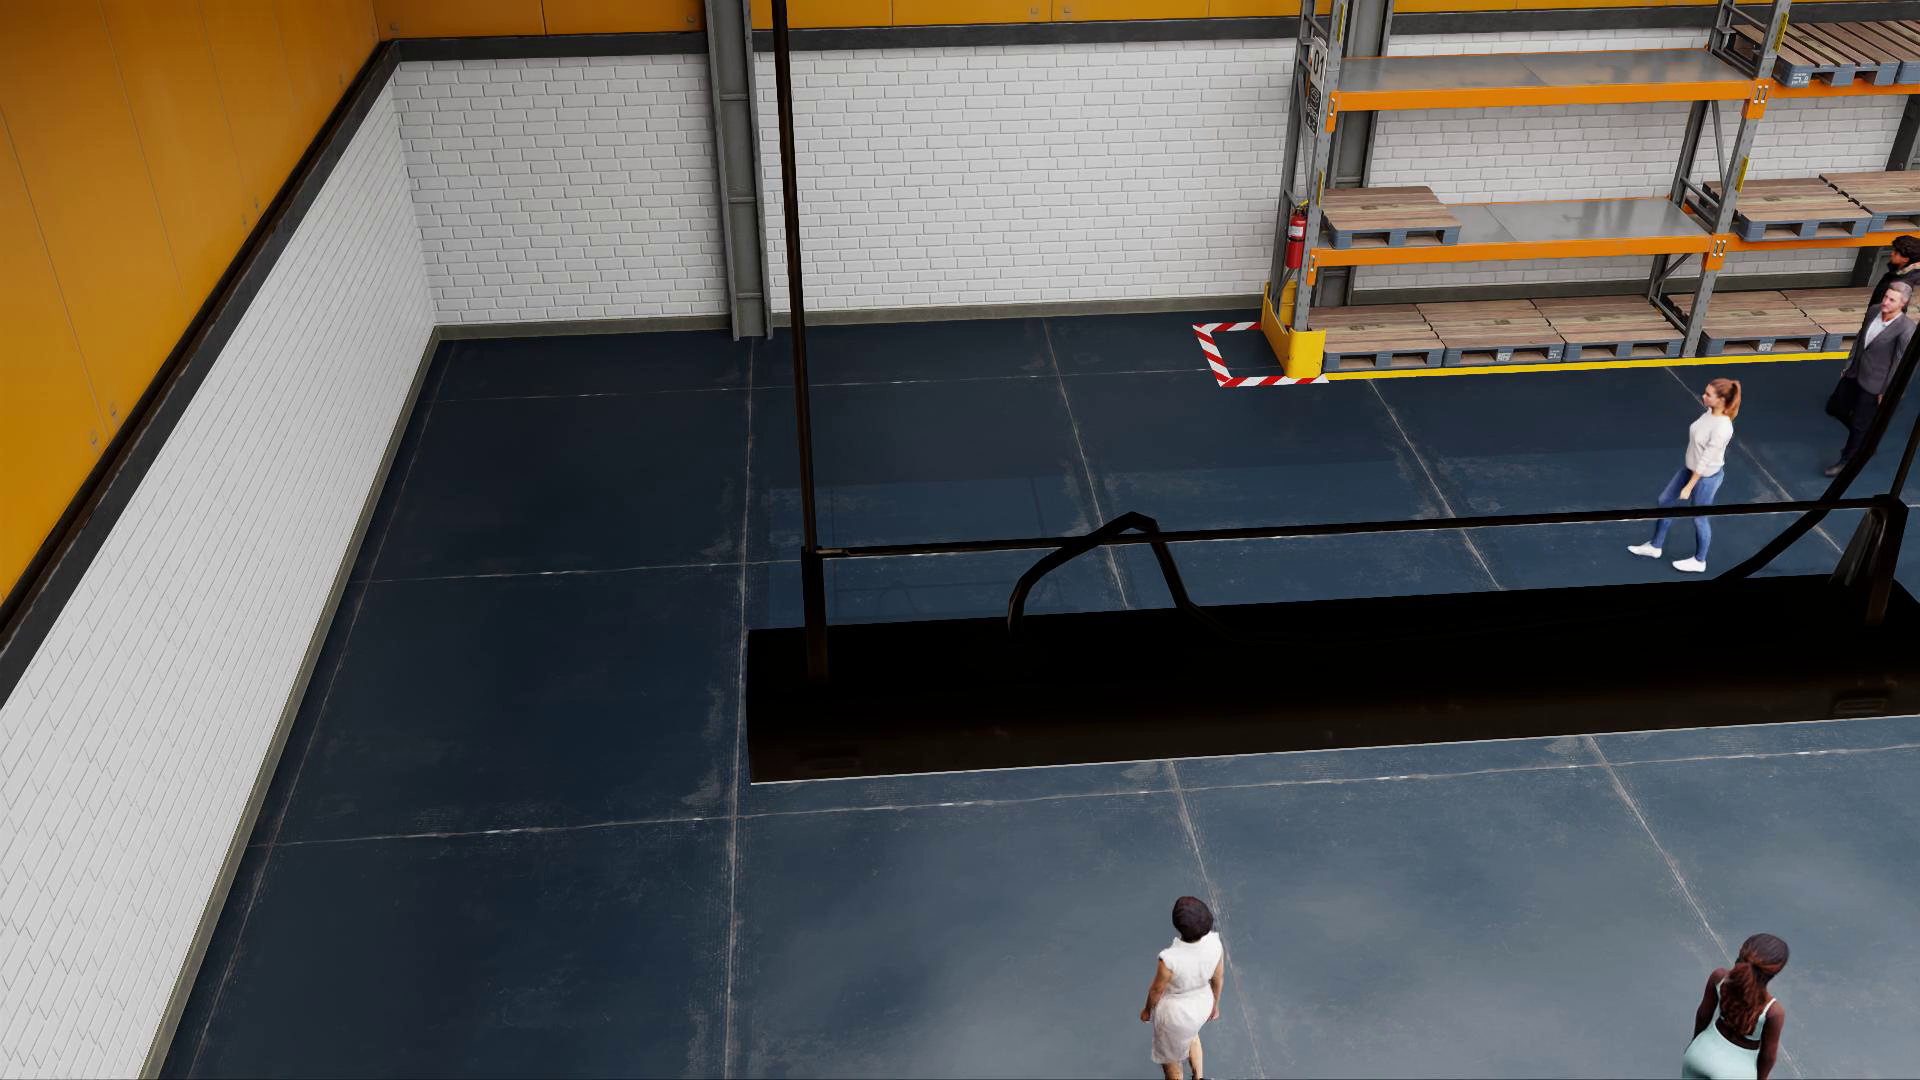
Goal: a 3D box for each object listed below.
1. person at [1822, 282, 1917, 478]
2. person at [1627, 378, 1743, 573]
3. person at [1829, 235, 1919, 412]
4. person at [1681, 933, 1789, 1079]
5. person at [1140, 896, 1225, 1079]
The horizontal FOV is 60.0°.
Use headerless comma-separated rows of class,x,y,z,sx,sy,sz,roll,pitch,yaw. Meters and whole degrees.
person,7.869,-1.399,14.296,0.863,1.821,0.824,-9,35,-14
person,5.886,-0.475,13.014,0.877,1.700,0.721,4,34,6
person,8.404,-1.933,15.136,0.719,1.779,0.716,10,35,15
person,3.813,2.630,8.320,0.679,1.725,0.651,-22,39,-29
person,1.206,2.502,8.679,0.682,1.540,0.734,-18,38,-25
